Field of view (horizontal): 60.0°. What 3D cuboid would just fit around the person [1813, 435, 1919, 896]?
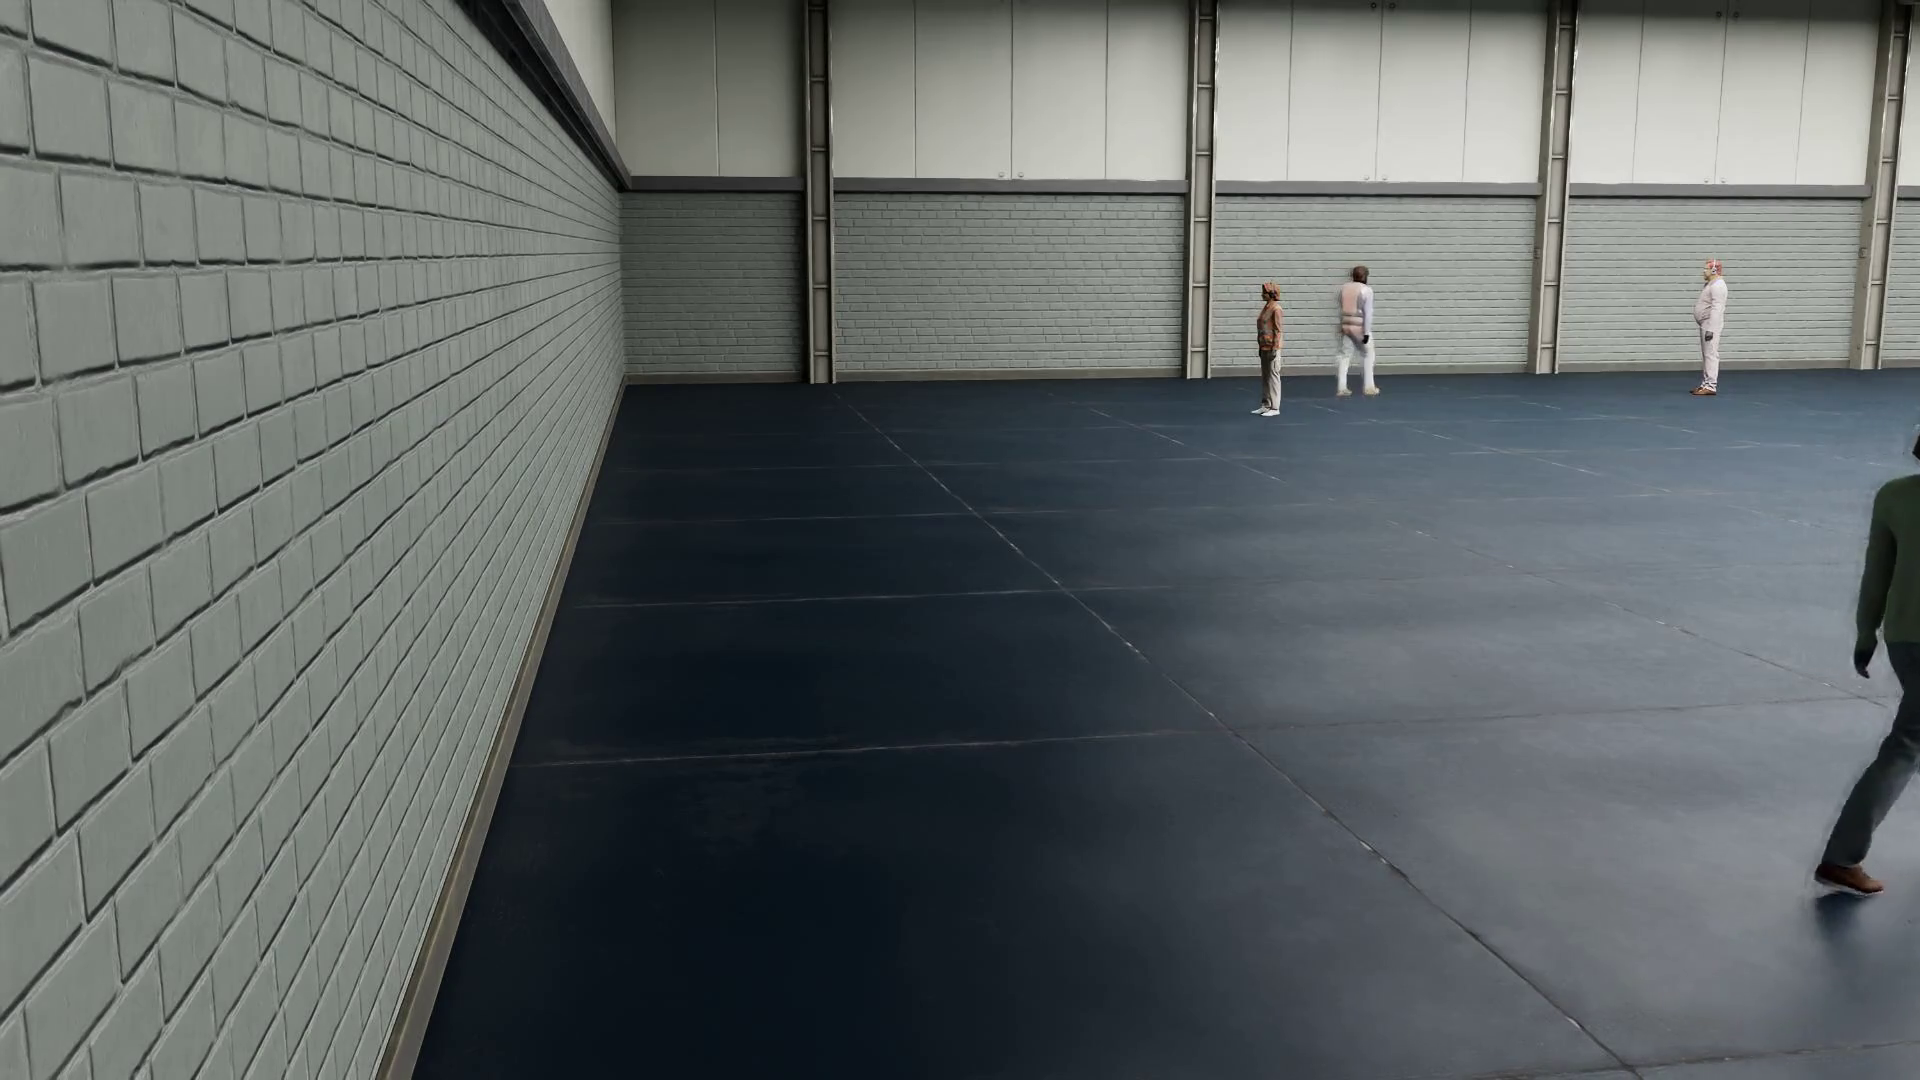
[{"bbox_3d":[3.081,0.336,5.236,0.881,1.588,0.511,-3,10,-17],"label":"person"}]

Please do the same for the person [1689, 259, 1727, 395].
[{"bbox_3d":[10.565,-2.995,23.473,0.409,1.908,0.647,3,10,19],"label":"person"}]

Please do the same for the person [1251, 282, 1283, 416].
[{"bbox_3d":[3.811,-2.342,20.478,0.310,1.642,0.514,-2,10,-10],"label":"person"}]

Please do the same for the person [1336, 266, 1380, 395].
[{"bbox_3d":[5.637,-2.940,23.428,0.791,1.814,0.640,-8,13,-38],"label":"person"}]
